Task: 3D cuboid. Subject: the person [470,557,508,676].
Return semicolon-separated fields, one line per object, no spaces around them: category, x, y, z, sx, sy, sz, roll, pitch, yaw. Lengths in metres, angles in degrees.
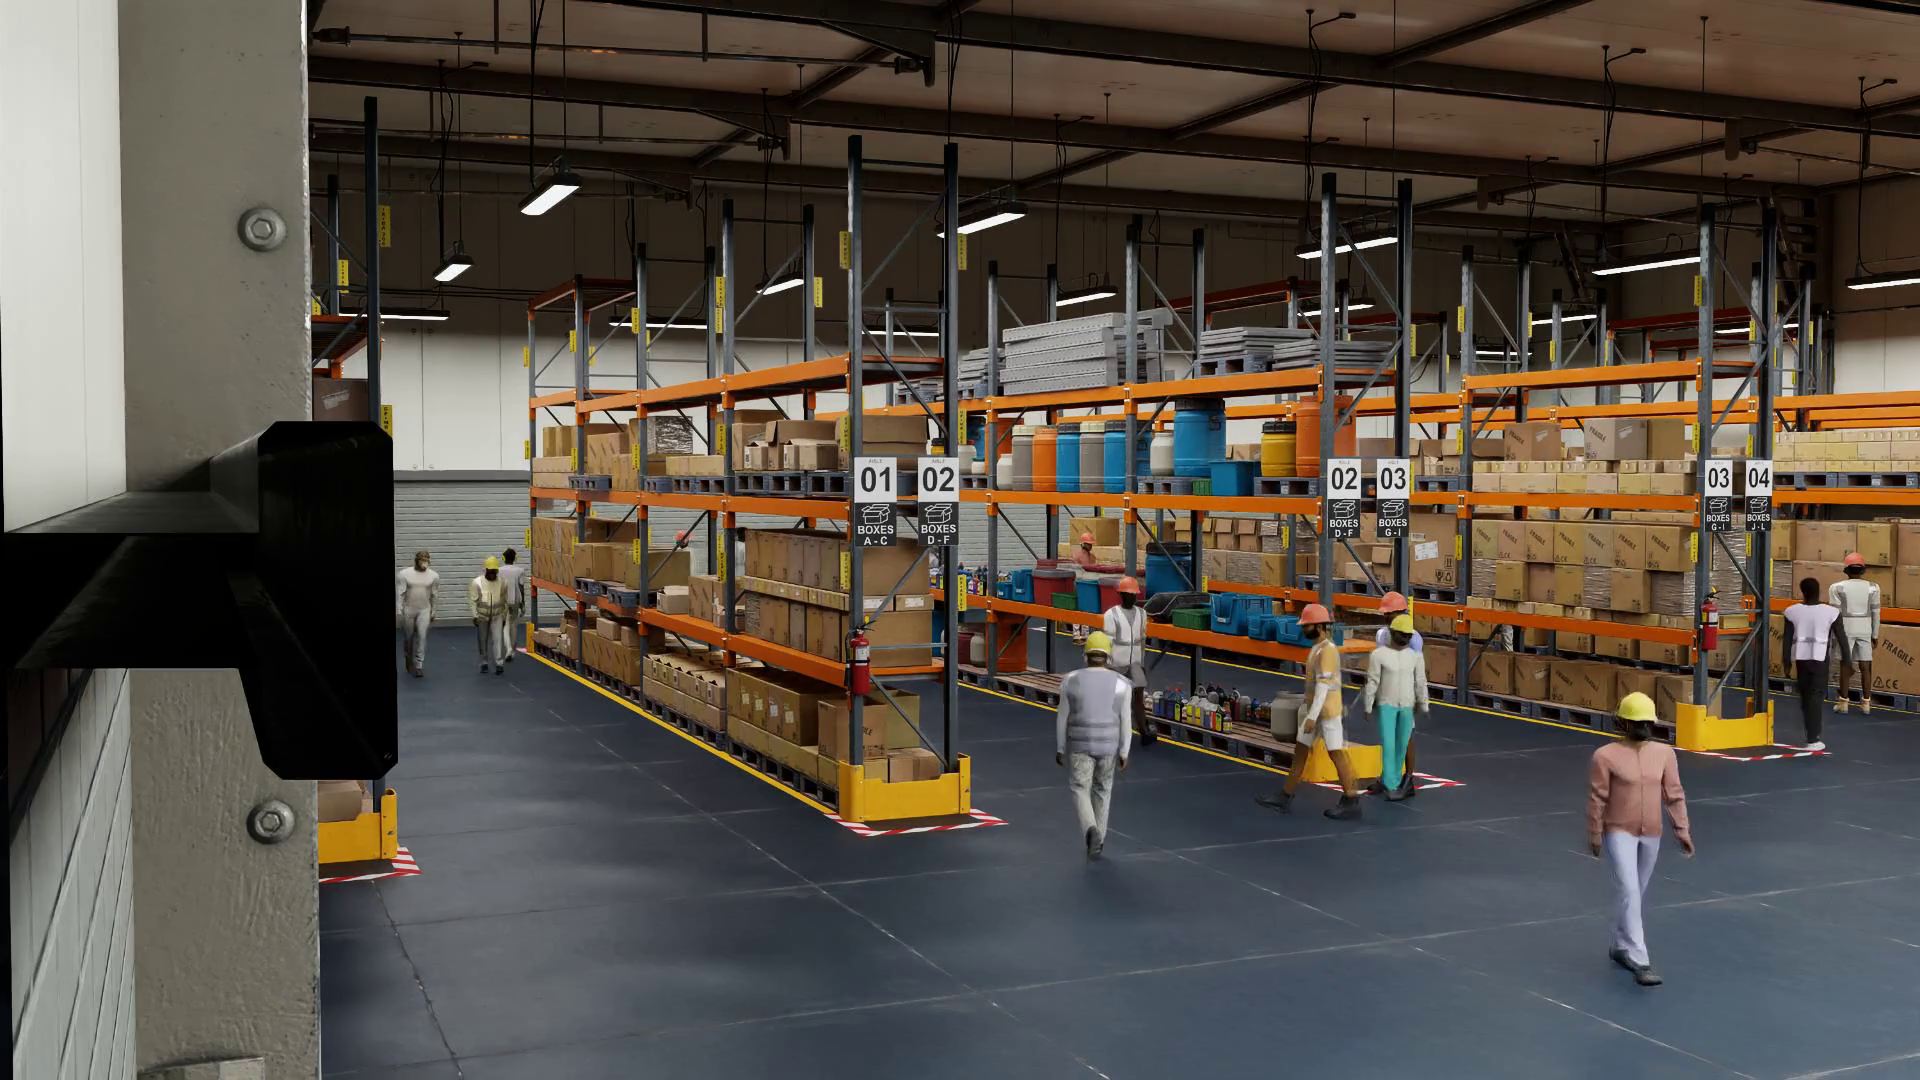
person;-7.113;1.150;27.100;0.577;1.773;0.964;-1;2;-21

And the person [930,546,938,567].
person;-0.506;0.819;35.525;0.612;1.783;0.919;2;3;42

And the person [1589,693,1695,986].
person;4.116;1.793;10.804;0.540;1.730;0.877;0;2;-9

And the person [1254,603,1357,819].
person;3.085;1.515;15.830;0.954;1.890;0.571;0;2;-5

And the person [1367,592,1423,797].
person;4.110;1.454;16.981;0.369;1.933;0.553;-1;3;-34

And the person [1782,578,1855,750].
person;9.580;1.365;19.957;0.691;1.874;0.887;2;3;39

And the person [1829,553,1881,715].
person;11.323;1.181;22.710;0.608;2.044;0.370;0;2;10

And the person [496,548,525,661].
person;-7.363;1.040;29.234;0.532;1.836;0.931;-1;2;-20

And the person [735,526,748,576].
person;-4.456;0.690;36.633;0.636;1.952;0.417;2;3;37

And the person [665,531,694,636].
person;-5.087;0.805;33.576;0.896;1.971;0.621;0;2;-4

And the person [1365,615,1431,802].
person;4.100;1.570;16.631;0.559;1.732;0.826;0;2;-9

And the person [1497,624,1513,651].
person;8.020;1.247;26.154;0.513;1.642;0.313;-2;3;-39

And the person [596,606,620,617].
person;-6.213;0.872;31.561;0.644;1.990;0.661;1;3;30

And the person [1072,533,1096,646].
person;2.220;0.863;31.654;0.396;1.990;0.621;2;3;40

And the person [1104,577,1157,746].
person;1.889;1.357;20.104;0.570;1.883;0.974;-1;2;-22

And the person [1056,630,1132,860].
person;1.066;1.624;14.124;0.586;1.816;0.737;0;2;-7

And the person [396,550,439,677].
person;-8.212;1.086;27.102;0.655;1.907;0.871;-1;2;-21
